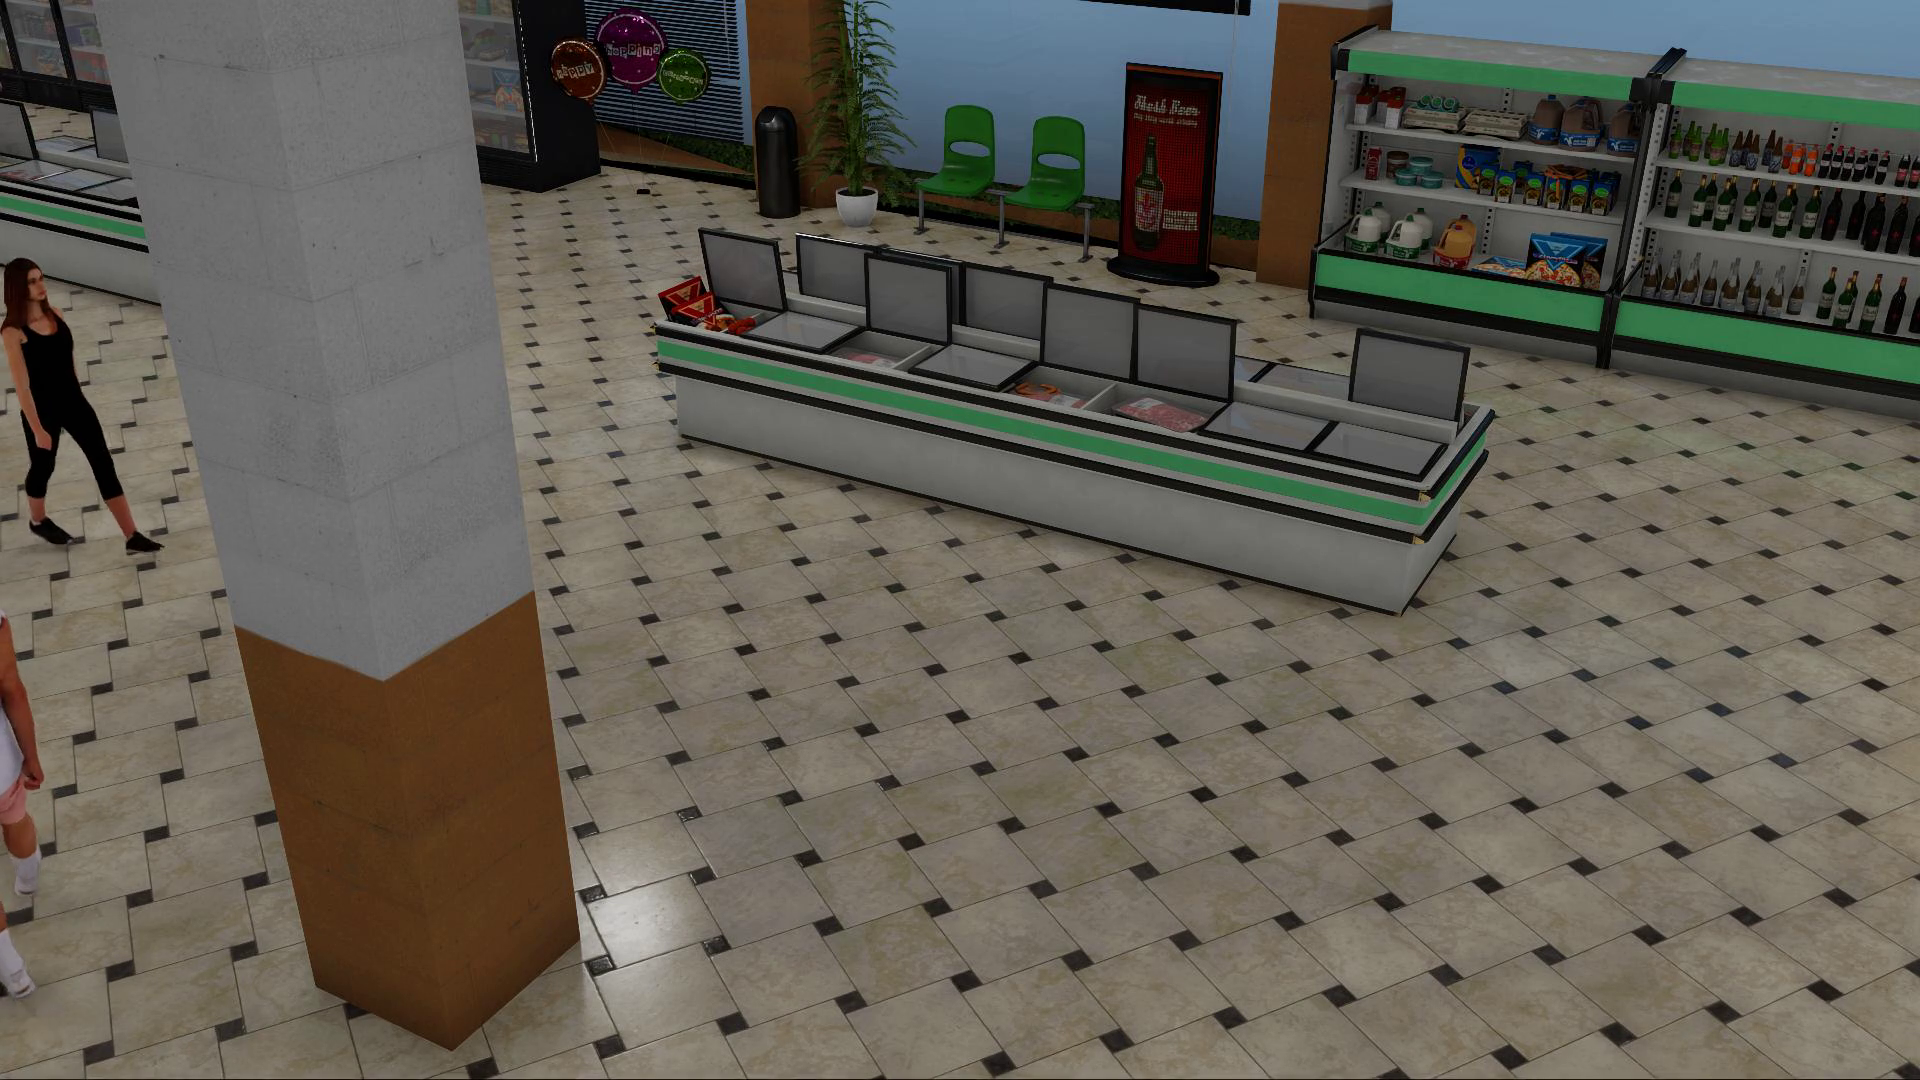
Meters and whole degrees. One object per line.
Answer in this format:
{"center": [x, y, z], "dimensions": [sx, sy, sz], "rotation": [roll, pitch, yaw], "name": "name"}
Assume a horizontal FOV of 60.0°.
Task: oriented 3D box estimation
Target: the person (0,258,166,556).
{"center": [-4.978, -0.681, 9.045], "dimensions": [1.184, 1.681, 0.689], "rotation": [11, 29, 20], "name": "person"}

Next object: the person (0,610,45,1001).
{"center": [-3.575, 0.854, 5.964], "dimensions": [0.992, 1.730, 1.251], "rotation": [-16, 31, -28], "name": "person"}
